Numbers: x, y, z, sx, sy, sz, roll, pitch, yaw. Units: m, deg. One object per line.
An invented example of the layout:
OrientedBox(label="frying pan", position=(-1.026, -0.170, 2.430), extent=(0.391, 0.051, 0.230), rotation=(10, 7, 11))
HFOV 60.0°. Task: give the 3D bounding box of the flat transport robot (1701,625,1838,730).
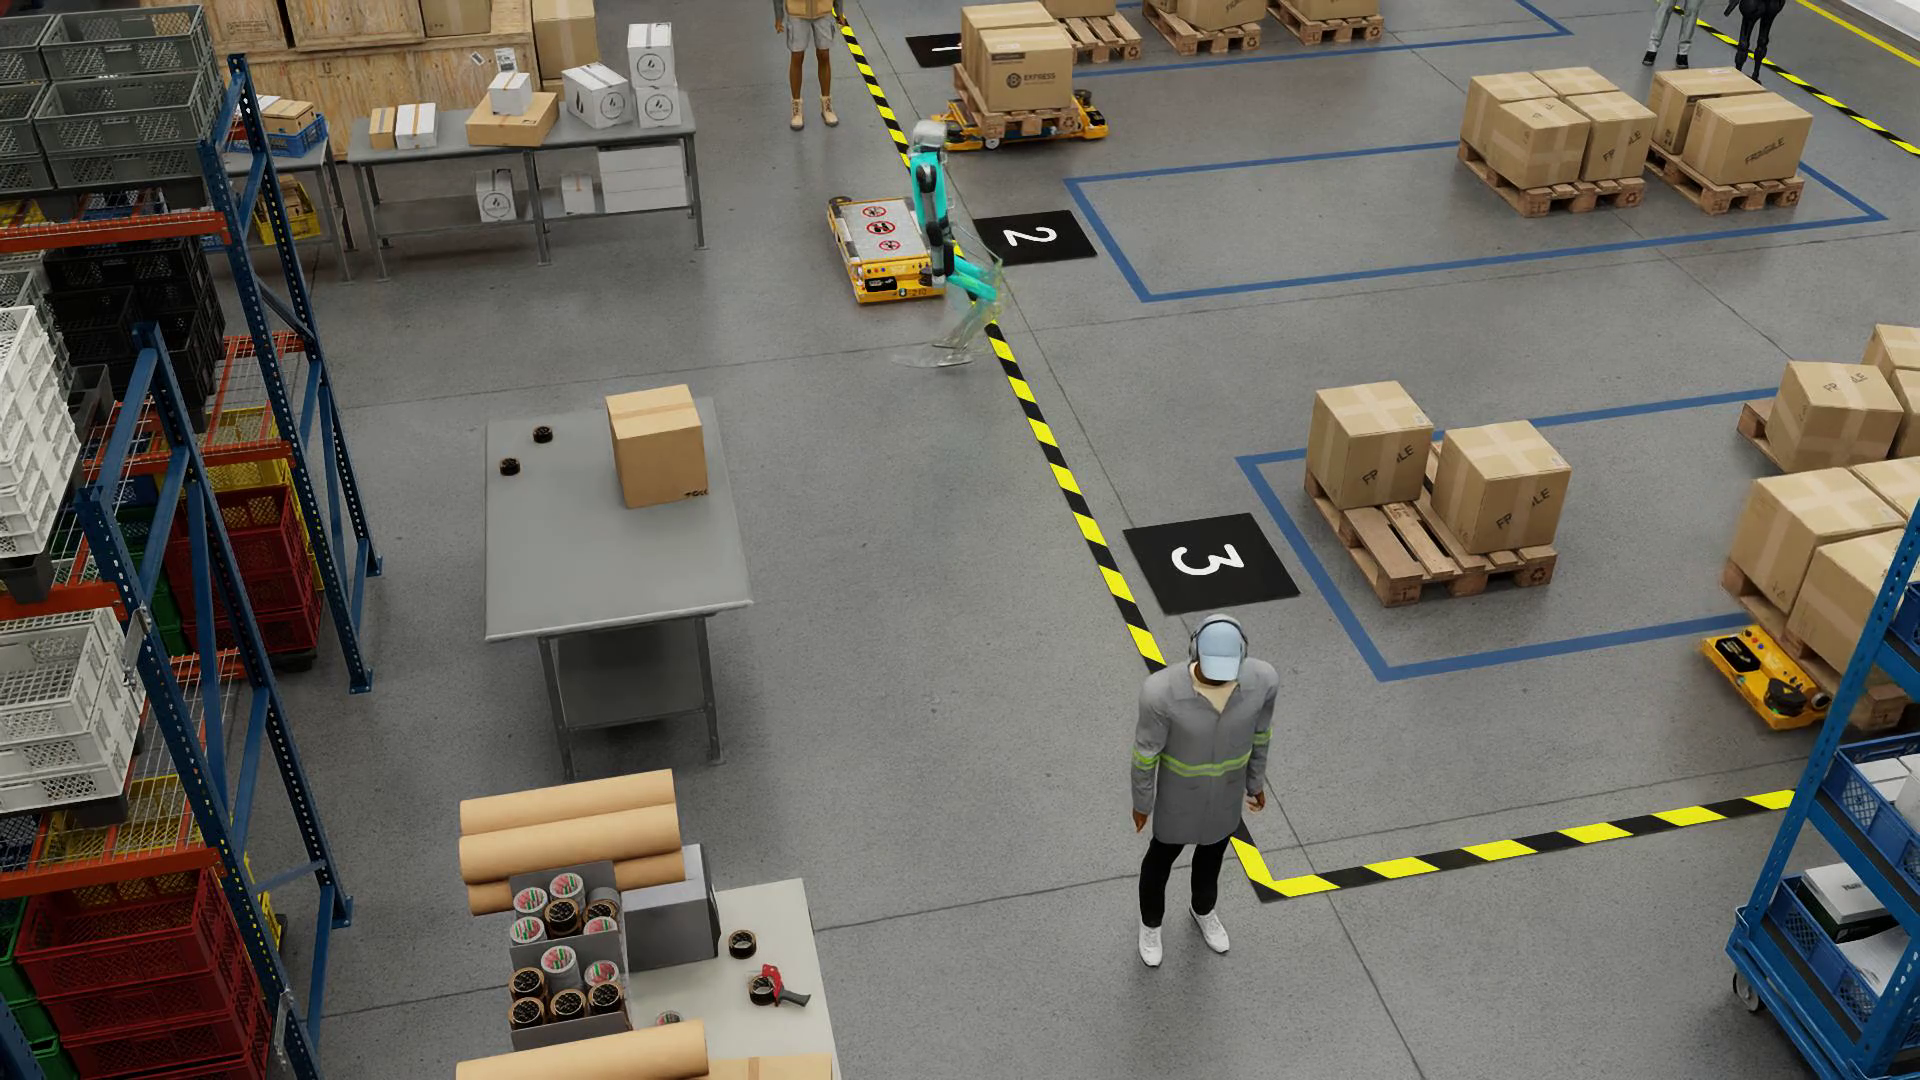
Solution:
OrientedBox(label="flat transport robot", position=(4.732, 0.605, 8.717), extent=(1.431, 0.197, 0.652), rotation=(-8, 37, -10))

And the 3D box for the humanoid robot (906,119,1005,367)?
OrientedBox(label="humanoid robot", position=(0.032, -1.915, 10.784), extent=(0.735, 1.677, 0.533), rotation=(-2, 37, -2))

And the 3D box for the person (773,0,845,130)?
OrientedBox(label="person", position=(-1.274, -4.494, 14.111), extent=(0.613, 2.039, 0.389), rotation=(-8, 37, -11))

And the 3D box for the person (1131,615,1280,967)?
OrientedBox(label="person", position=(0.993, 1.034, 6.837), extent=(0.598, 1.850, 0.385), rotation=(-8, 37, -10))

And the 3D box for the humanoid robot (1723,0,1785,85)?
OrientedBox(label="humanoid robot", position=(7.205, -4.904, 14.950), extent=(0.599, 1.659, 0.315), rotation=(-13, 39, -17))

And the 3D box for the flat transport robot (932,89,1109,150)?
OrientedBox(label="flat transport robot", position=(0.518, -3.660, 14.450), extent=(1.431, 0.197, 0.652), rotation=(-8, 37, -10))

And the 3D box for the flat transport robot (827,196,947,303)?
OrientedBox(label="flat transport robot", position=(-0.570, -2.220, 12.538), extent=(0.659, 0.231, 1.431), rotation=(-8, 37, -10))

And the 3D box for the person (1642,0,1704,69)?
OrientedBox(label="person", position=(6.747, -5.287, 15.346), extent=(0.589, 1.837, 0.404), rotation=(11, 38, 14))
